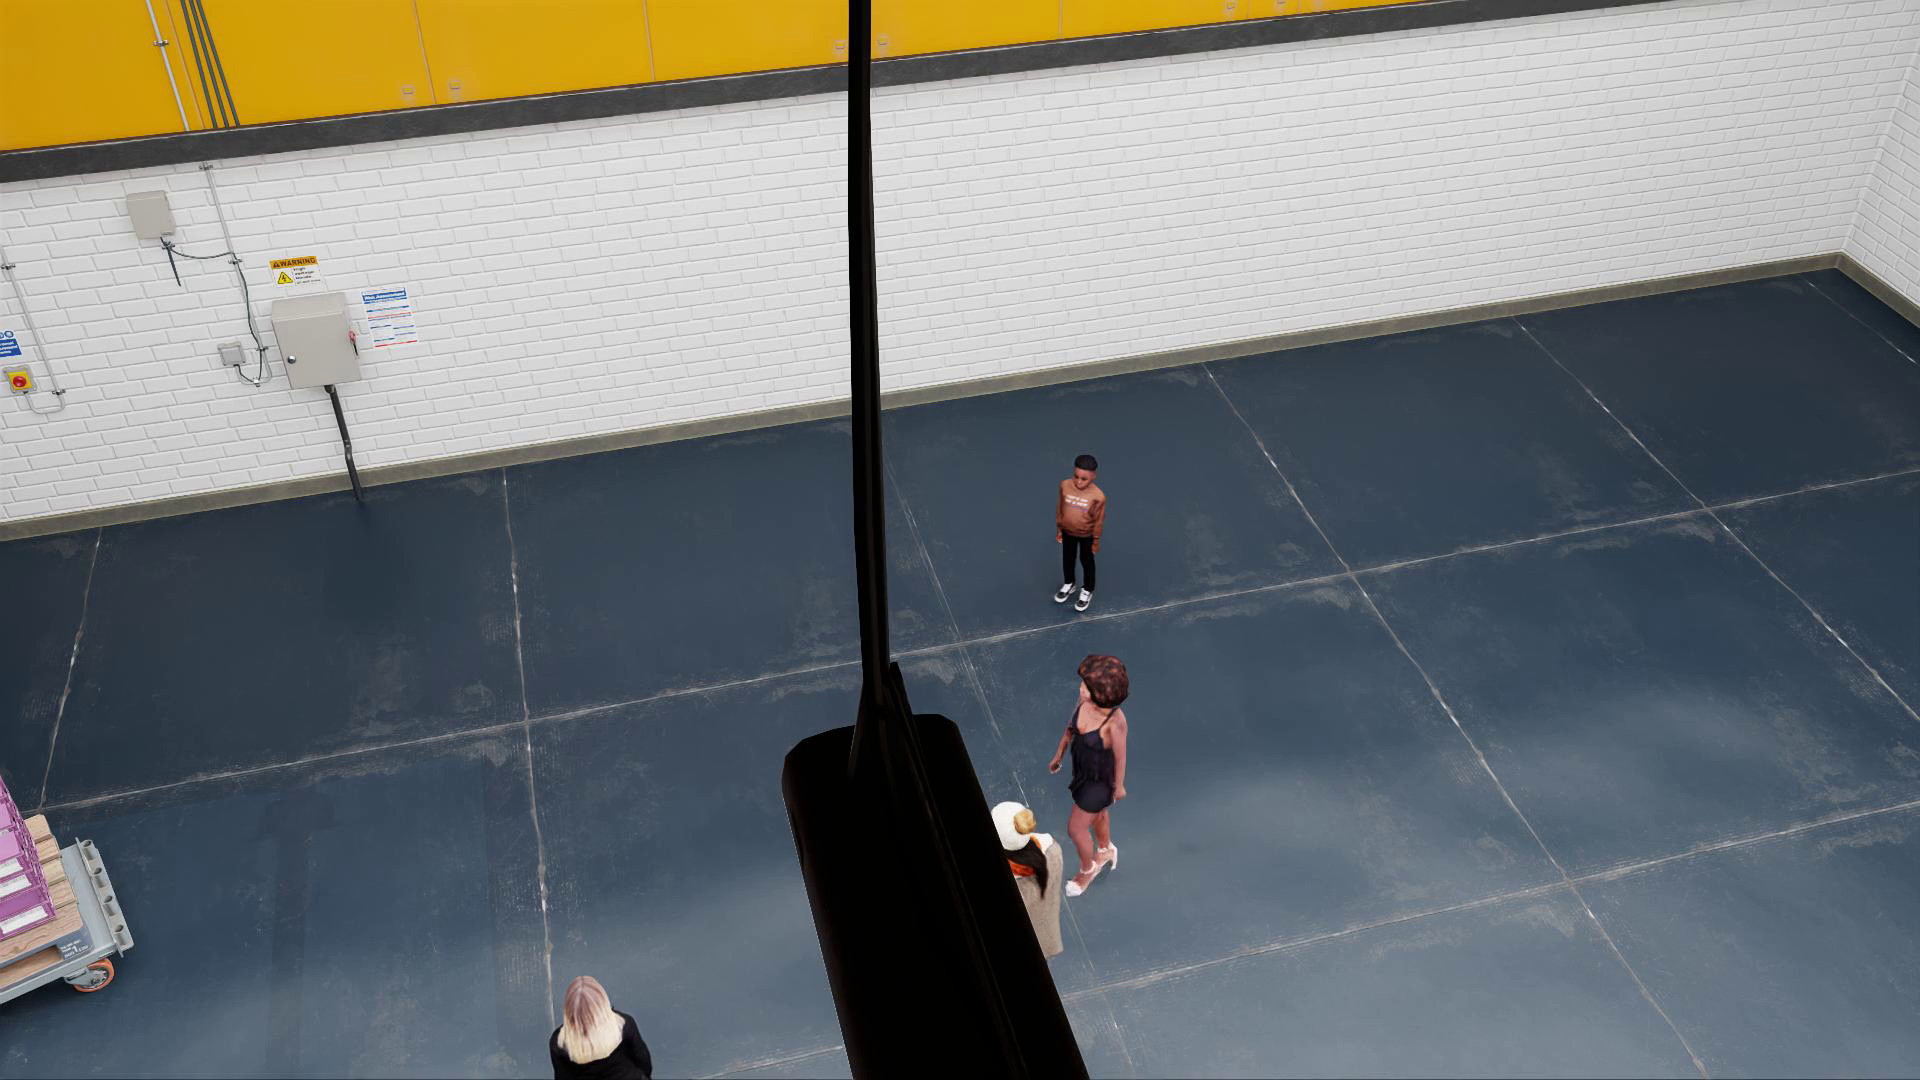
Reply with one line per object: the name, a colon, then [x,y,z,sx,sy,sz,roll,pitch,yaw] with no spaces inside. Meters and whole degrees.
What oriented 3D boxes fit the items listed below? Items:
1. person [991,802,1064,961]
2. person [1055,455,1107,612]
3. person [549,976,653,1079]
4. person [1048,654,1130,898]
person: [0.279,2.000,8.516,0.811,1.893,0.819,-29,47,-31]
person: [0.845,-0.083,11.636,0.584,1.255,0.648,21,43,24]
person: [-1.663,2.639,7.883,0.624,1.685,0.561,-13,40,-16]
person: [0.842,1.308,9.477,0.664,1.776,0.609,-16,41,-19]
